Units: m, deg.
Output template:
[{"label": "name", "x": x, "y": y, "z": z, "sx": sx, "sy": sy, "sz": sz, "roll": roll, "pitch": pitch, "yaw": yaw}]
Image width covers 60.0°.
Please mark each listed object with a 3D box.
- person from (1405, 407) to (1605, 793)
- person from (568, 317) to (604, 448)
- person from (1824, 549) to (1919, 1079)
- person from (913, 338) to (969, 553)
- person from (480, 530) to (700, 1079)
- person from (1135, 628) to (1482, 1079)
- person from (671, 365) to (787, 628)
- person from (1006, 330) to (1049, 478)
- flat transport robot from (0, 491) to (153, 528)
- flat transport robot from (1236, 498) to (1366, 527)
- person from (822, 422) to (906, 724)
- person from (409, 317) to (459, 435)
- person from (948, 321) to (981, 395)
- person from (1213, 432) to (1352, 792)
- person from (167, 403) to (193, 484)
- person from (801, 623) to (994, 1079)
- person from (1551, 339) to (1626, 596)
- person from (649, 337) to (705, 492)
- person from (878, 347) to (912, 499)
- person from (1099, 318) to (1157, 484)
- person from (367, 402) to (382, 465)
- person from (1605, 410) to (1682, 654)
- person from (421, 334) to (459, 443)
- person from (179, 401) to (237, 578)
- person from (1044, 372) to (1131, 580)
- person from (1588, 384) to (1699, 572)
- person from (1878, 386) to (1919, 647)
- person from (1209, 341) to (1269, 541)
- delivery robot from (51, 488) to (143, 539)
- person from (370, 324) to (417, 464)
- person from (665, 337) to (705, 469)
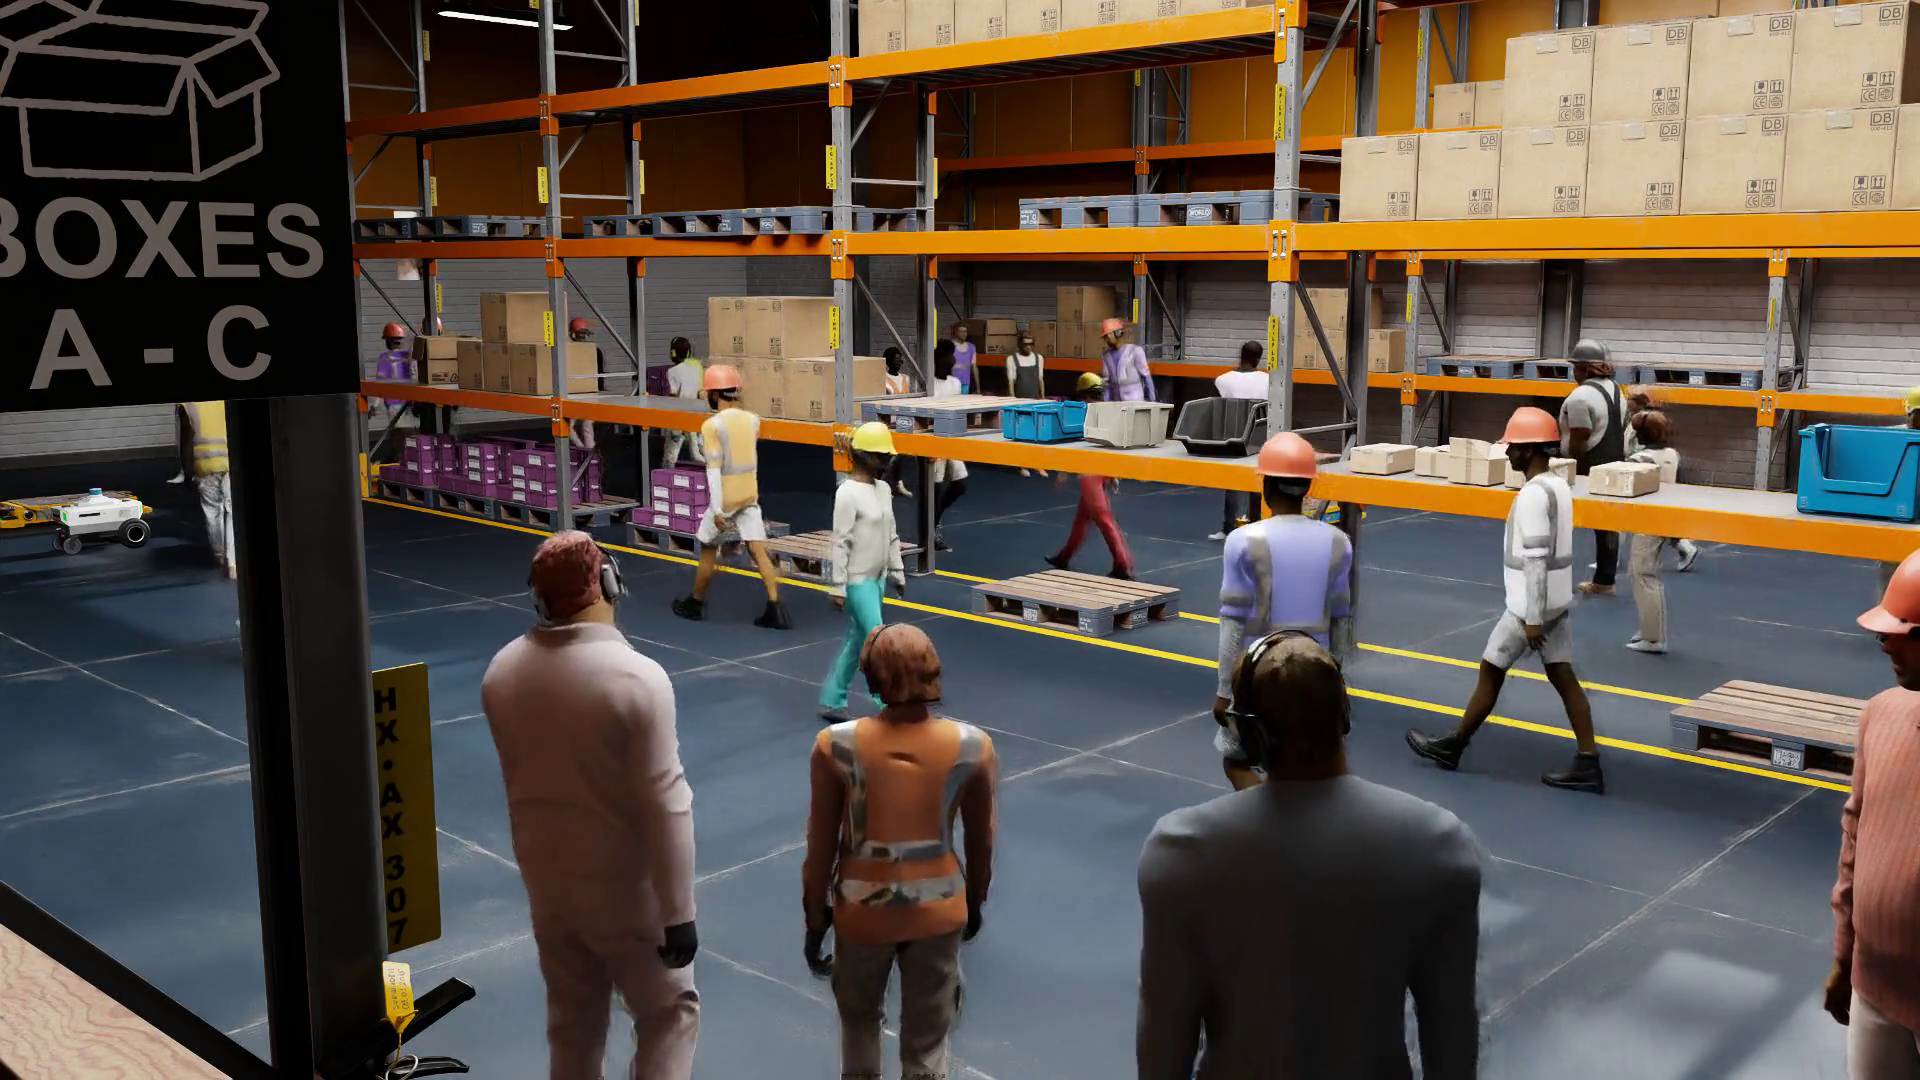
[{"label": "person", "x": 2.779, "y": 0.283, "z": 8.251, "sx": 1.005, "sy": 1.878, "sz": 0.572, "roll": 7, "pitch": 12, "yaw": 36}, {"label": "person", "x": -4.640, "y": -1.737, "z": 20.348, "sx": 0.641, "sy": 1.974, "sz": 0.446, "roll": -8, "pitch": 12, "yaw": -42}, {"label": "person", "x": 2.103, "y": 0.987, "z": 3.609, "sx": 0.392, "sy": 1.990, "sz": 0.614, "roll": -2, "pitch": 9, "yaw": -10}, {"label": "person", "x": -0.188, "y": -0.852, "z": 15.026, "sx": 0.443, "sy": 1.952, "sz": 0.615, "roll": 8, "pitch": 12, "yaw": 41}, {"label": "person", "x": -0.964, "y": 0.910, "z": 4.455, "sx": 0.690, "sy": 1.879, "sz": 0.441, "roll": 5, "pitch": 11, "yaw": 29}, {"label": "person", "x": 0.645, "y": 1.116, "z": 3.070, "sx": 0.644, "sy": 1.914, "sz": 0.615, "roll": -1, "pitch": 9, "yaw": -4}, {"label": "person", "x": -1.643, "y": -0.309, "z": 11.912, "sx": 1.013, "sy": 1.885, "sz": 0.562, "roll": 8, "pitch": 12, "yaw": 39}, {"label": "person", "x": 0.829, "y": -1.646, "z": 20.292, "sx": 0.533, "sy": 1.809, "sz": 0.742, "roll": -3, "pitch": 10, "yaw": -15}, {"label": "flat transport robot", "x": -9.076, "y": -0.321, "z": 16.894, "sx": 0.652, "sy": 0.197, "sz": 1.431, "roll": 9, "pitch": 13, "yaw": 43}, {"label": "flat transport robot", "x": 3.385, "y": -0.262, "z": 16.528, "sx": 0.652, "sy": 0.197, "sz": 1.431, "roll": 9, "pitch": 13, "yaw": 43}, {"label": "person", "x": -0.477, "y": 0.222, "z": 9.117, "sx": 0.752, "sy": 1.736, "sz": 0.544, "roll": 4, "pitch": 10, "yaw": 23}, {"label": "person", "x": -6.483, "y": -1.775, "z": 20.535, "sx": 0.381, "sy": 1.994, "sz": 0.615, "roll": 9, "pitch": 13, "yaw": 43}, {"label": "person", "x": 0.036, "y": -2.139, "z": 23.270, "sx": 0.606, "sy": 1.821, "sz": 0.670, "roll": -6, "pitch": 11, "yaw": -35}, {"label": "person", "x": 1.276, "y": 0.543, "z": 6.536, "sx": 0.560, "sy": 1.923, "sz": 0.506, "roll": -3, "pitch": 10, "yaw": -17}, {"label": "person", "x": -9.189, "y": -1.627, "z": 19.889, "sx": 0.625, "sy": 1.910, "sz": 0.614, "roll": -9, "pitch": 13, "yaw": -44}, {"label": "person", "x": -0.169, "y": 1.017, "z": 4.544, "sx": 0.527, "sy": 1.619, "sz": 0.614, "roll": -1, "pitch": 9, "yaw": -7}, {"label": "person", "x": 4.888, "y": -0.589, "z": 13.121, "sx": 0.696, "sy": 2.000, "sz": 0.757, "roll": -7, "pitch": 11, "yaw": -35}, {"label": "person", "x": -3.100, "y": -1.395, "z": 18.860, "sx": 0.983, "sy": 1.798, "sz": 0.638, "roll": 4, "pitch": 10, "yaw": 23}, {"label": "person", "x": -0.742, "y": -1.303, "z": 18.557, "sx": 0.317, "sy": 1.696, "sz": 0.537, "roll": 9, "pitch": 13, "yaw": 43}, {"label": "person", "x": 1.947, "y": -1.639, "z": 19.784, "sx": 0.897, "sy": 1.972, "sz": 0.669, "roll": -7, "pitch": 12, "yaw": -38}, {"label": "person", "x": -7.239, "y": -1.617, "z": 19.634, "sx": 0.640, "sy": 1.972, "sz": 1.082, "roll": 5, "pitch": 10, "yaw": 28}, {"label": "person", "x": 4.571, "y": -0.054, "z": 11.122, "sx": 0.541, "sy": 1.622, "sz": 0.482, "roll": -7, "pitch": 12, "yaw": -38}, {"label": "person", "x": -6.783, "y": -1.817, "z": 21.367, "sx": 0.726, "sy": 1.800, "sz": 0.623, "roll": -8, "pitch": 12, "yaw": -40}, {"label": "person", "x": -6.200, "y": -0.617, "z": 14.045, "sx": 0.641, "sy": 1.791, "sz": 0.967, "roll": -3, "pitch": 10, "yaw": -15}, {"label": "person", "x": 1.082, "y": -0.530, "z": 13.802, "sx": 0.955, "sy": 1.704, "sz": 0.530, "roll": 8, "pitch": 12, "yaw": 39}, {"label": "person", "x": 5.830, "y": -0.519, "z": 14.078, "sx": 0.799, "sy": 1.610, "sz": 0.526, "roll": 1, "pitch": 9, "yaw": 7}, {"label": "person", "x": 6.336, "y": -0.142, "z": 11.086, "sx": 0.590, "sy": 1.816, "sz": 0.418, "roll": 0, "pitch": 9, "yaw": 1}, {"label": "person", "x": 2.702, "y": -0.935, "z": 15.752, "sx": 0.638, "sy": 1.874, "sz": 0.687, "roll": 1, "pitch": 9, "yaw": 7}, {"label": "delivery robot", "x": -7.874, "y": -0.229, "z": 15.175, "sx": 0.477, "sy": 0.478, "sz": 0.707, "roll": 9, "pitch": 13, "yaw": 43}, {"label": "person", "x": -6.920, "y": -1.716, "z": 20.508, "sx": 0.975, "sy": 1.898, "sz": 0.567, "roll": 4, "pitch": 10, "yaw": 23}, {"label": "person", "x": -2.942, "y": -1.289, "z": 18.082, "sx": 0.873, "sy": 1.840, "sz": 0.513, "roll": 7, "pitch": 12, "yaw": 37}]
